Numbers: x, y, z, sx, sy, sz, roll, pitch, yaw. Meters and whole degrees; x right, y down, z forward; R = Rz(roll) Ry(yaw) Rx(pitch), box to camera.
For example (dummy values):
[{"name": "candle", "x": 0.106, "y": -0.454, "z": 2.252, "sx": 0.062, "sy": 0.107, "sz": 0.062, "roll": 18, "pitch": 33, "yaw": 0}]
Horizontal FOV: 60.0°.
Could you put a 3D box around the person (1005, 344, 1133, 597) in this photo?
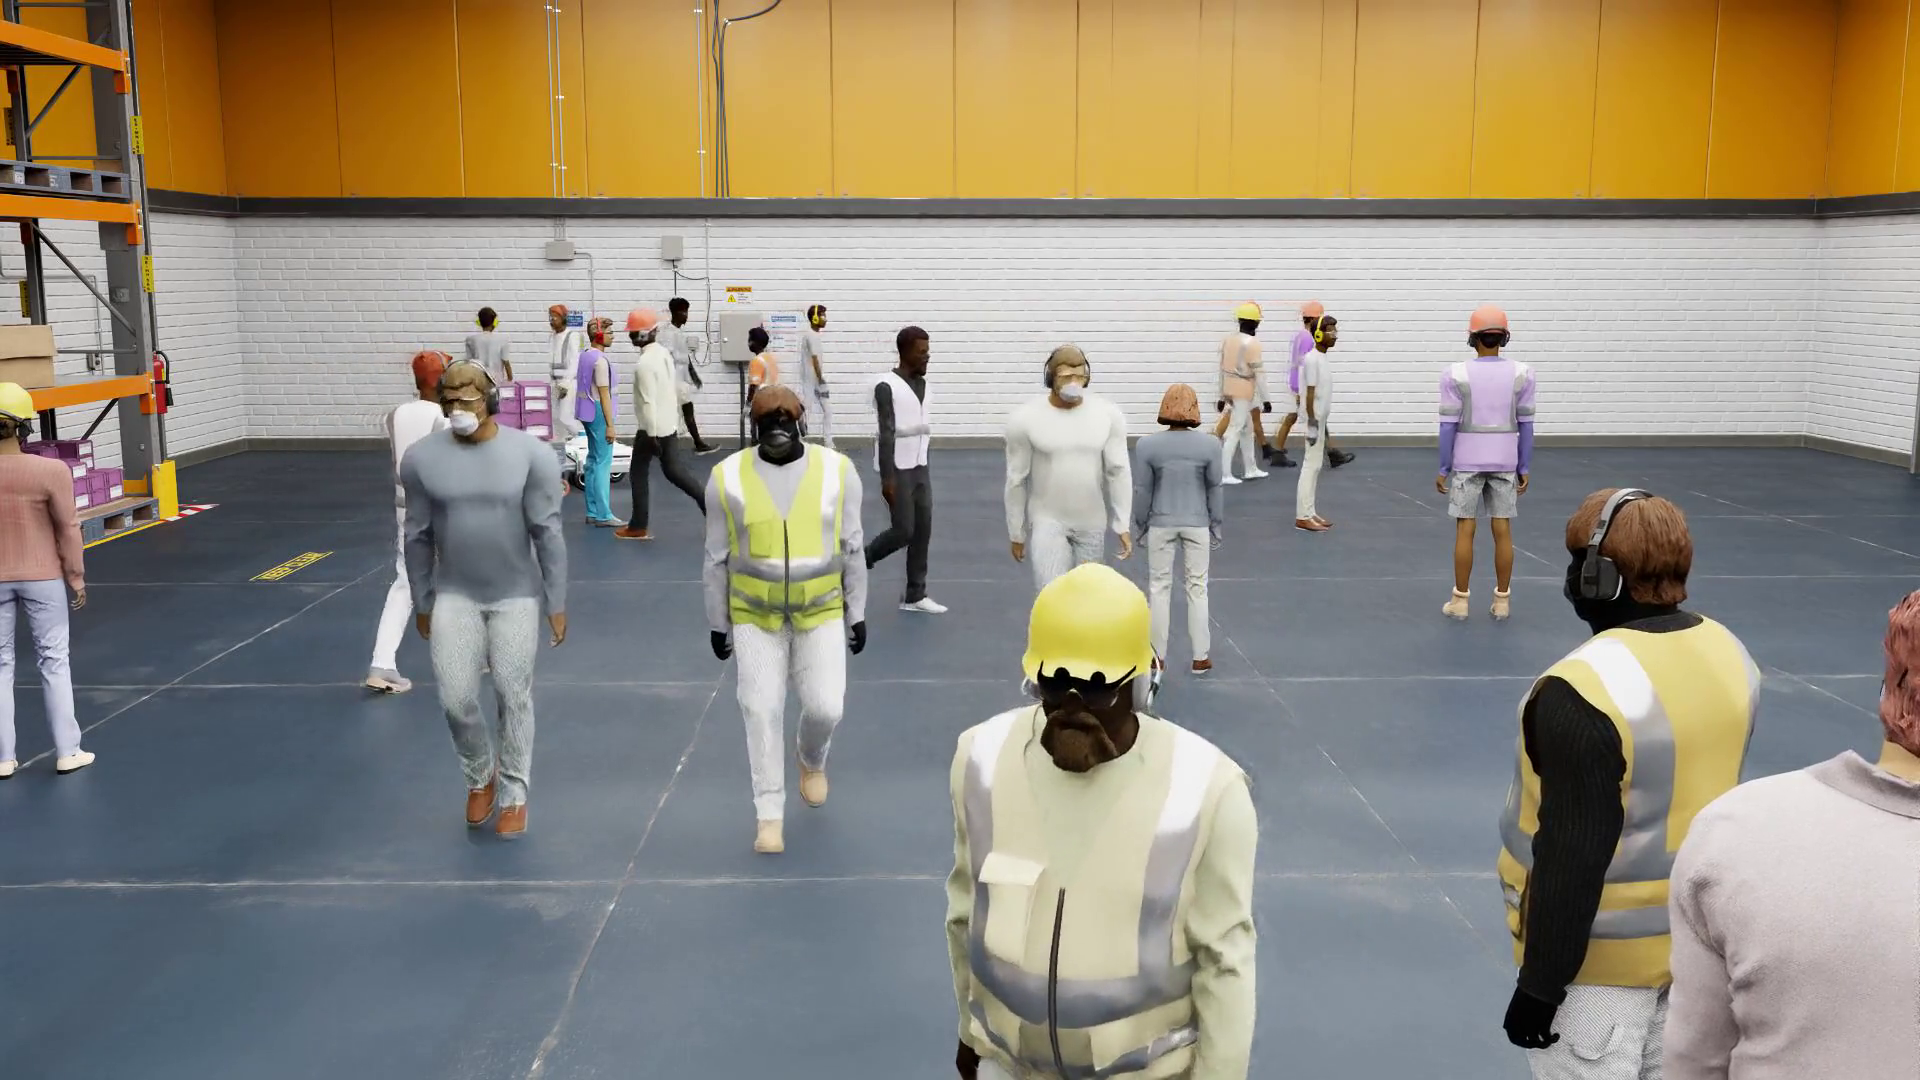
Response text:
[{"name": "person", "x": 0.558, "y": -0.048, "z": 8.499, "sx": 0.630, "sy": 1.885, "sz": 0.996, "roll": -2, "pitch": 9, "yaw": -10}]

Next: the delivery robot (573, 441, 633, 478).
[{"name": "delivery robot", "x": -3.623, "y": -0.847, "z": 17.162, "sx": 0.707, "sy": 0.478, "sz": 0.477, "roll": -2, "pitch": 9, "yaw": -13}]

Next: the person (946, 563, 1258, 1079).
[{"name": "person", "x": 0.230, "y": 0.907, "z": 2.988, "sx": 0.601, "sy": 1.770, "sz": 0.957, "roll": 3, "pitch": 10, "yaw": 20}]

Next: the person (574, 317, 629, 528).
[{"name": "person", "x": -3.177, "y": -1.029, "z": 14.617, "sx": 0.386, "sy": 1.845, "sz": 0.567, "roll": -5, "pitch": 11, "yaw": -29}]

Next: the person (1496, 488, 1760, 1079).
[{"name": "person", "x": 1.304, "y": 0.810, "z": 3.354, "sx": 0.634, "sy": 1.841, "sz": 0.429, "roll": -7, "pitch": 12, "yaw": -38}]

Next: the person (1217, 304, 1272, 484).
[{"name": "person", "x": 3.056, "y": -1.532, "z": 17.549, "sx": 0.858, "sy": 1.892, "sz": 0.590, "roll": -4, "pitch": 10, "yaw": -21}]

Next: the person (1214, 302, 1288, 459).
[{"name": "person", "x": 3.365, "y": -1.860, "z": 19.625, "sx": 1.013, "sy": 1.885, "sz": 0.562, "roll": 0, "pitch": 9, "yaw": 2}]

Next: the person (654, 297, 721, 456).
[{"name": "person", "x": -3.343, "y": -1.972, "z": 20.180, "sx": 0.961, "sy": 1.915, "sz": 0.627, "roll": -1, "pitch": 9, "yaw": -6}]

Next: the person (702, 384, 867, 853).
[{"name": "person", "x": -0.694, "y": 0.290, "z": 6.591, "sx": 0.648, "sy": 1.826, "sz": 0.520, "roll": -1, "pitch": 9, "yaw": -7}]

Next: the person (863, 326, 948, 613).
[{"name": "person", "x": -0.408, "y": -0.462, "z": 10.964, "sx": 0.607, "sy": 1.900, "sz": 0.601, "roll": 5, "pitch": 11, "yaw": 30}]

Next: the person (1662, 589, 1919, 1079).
[{"name": "person", "x": 1.238, "y": 0.978, "z": 2.155, "sx": 0.400, "sy": 1.901, "sz": 0.643, "roll": -6, "pitch": 11, "yaw": -34}]

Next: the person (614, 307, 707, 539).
[{"name": "person", "x": -2.445, "y": -0.948, "z": 13.806, "sx": 0.911, "sy": 1.960, "sz": 0.623, "roll": 3, "pitch": 10, "yaw": 15}]

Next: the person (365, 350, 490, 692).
[{"name": "person", "x": -2.880, "y": -0.109, "z": 9.026, "sx": 0.577, "sy": 1.843, "sz": 0.972, "roll": 4, "pitch": 10, "yaw": 23}]

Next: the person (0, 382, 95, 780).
[{"name": "person", "x": -4.192, "y": 0.184, "z": 7.425, "sx": 0.533, "sy": 1.767, "sz": 0.325, "roll": -3, "pitch": 10, "yaw": -16}]

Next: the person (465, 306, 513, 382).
[{"name": "person", "x": -5.227, "y": -1.671, "z": 18.529, "sx": 0.536, "sy": 1.853, "sz": 0.433, "roll": 1, "pitch": 9, "yaw": 5}]

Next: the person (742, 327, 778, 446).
[{"name": "person", "x": -2.060, "y": -1.452, "z": 17.859, "sx": 0.874, "sy": 1.649, "sz": 0.548, "roll": 1, "pitch": 9, "yaw": 9}]

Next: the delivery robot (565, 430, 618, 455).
[{"name": "delivery robot", "x": -3.982, "y": -0.915, "z": 17.579, "sx": 0.707, "sy": 0.478, "sz": 0.477, "roll": -9, "pitch": 13, "yaw": -44}]

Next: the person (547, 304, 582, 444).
[{"name": "person", "x": -4.500, "y": -1.782, "z": 19.197, "sx": 0.579, "sy": 1.863, "sz": 0.523, "roll": 9, "pitch": 13, "yaw": 43}]

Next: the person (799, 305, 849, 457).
[{"name": "person", "x": -1.654, "y": -1.859, "z": 19.738, "sx": 0.811, "sy": 1.837, "sz": 0.527, "roll": 0, "pitch": 9, "yaw": 2}]

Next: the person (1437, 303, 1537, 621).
[{"name": "person", "x": 3.368, "y": -0.493, "z": 10.714, "sx": 0.607, "sy": 2.048, "sz": 0.365, "roll": 1, "pitch": 9, "yaw": 3}]

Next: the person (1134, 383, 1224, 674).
[{"name": "person", "x": 1.224, "y": -0.060, "z": 9.323, "sx": 0.498, "sy": 1.634, "sz": 0.278, "roll": 1, "pitch": 9, "yaw": 8}]

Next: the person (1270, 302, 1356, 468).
[{"name": "person", "x": 4.012, "y": -1.753, "z": 18.909, "sx": 0.978, "sy": 1.882, "sz": 0.565, "roll": 0, "pitch": 9, "yaw": 1}]

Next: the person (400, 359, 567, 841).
[{"name": "person", "x": -1.868, "y": 0.247, "z": 6.565, "sx": 0.653, "sy": 1.922, "sz": 0.440, "roll": -1, "pitch": 9, "yaw": -7}]

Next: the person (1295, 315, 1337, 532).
[{"name": "person", "x": 3.110, "y": -1.010, "z": 14.461, "sx": 0.310, "sy": 1.859, "sz": 0.533, "roll": 4, "pitch": 10, "yaw": 23}]
